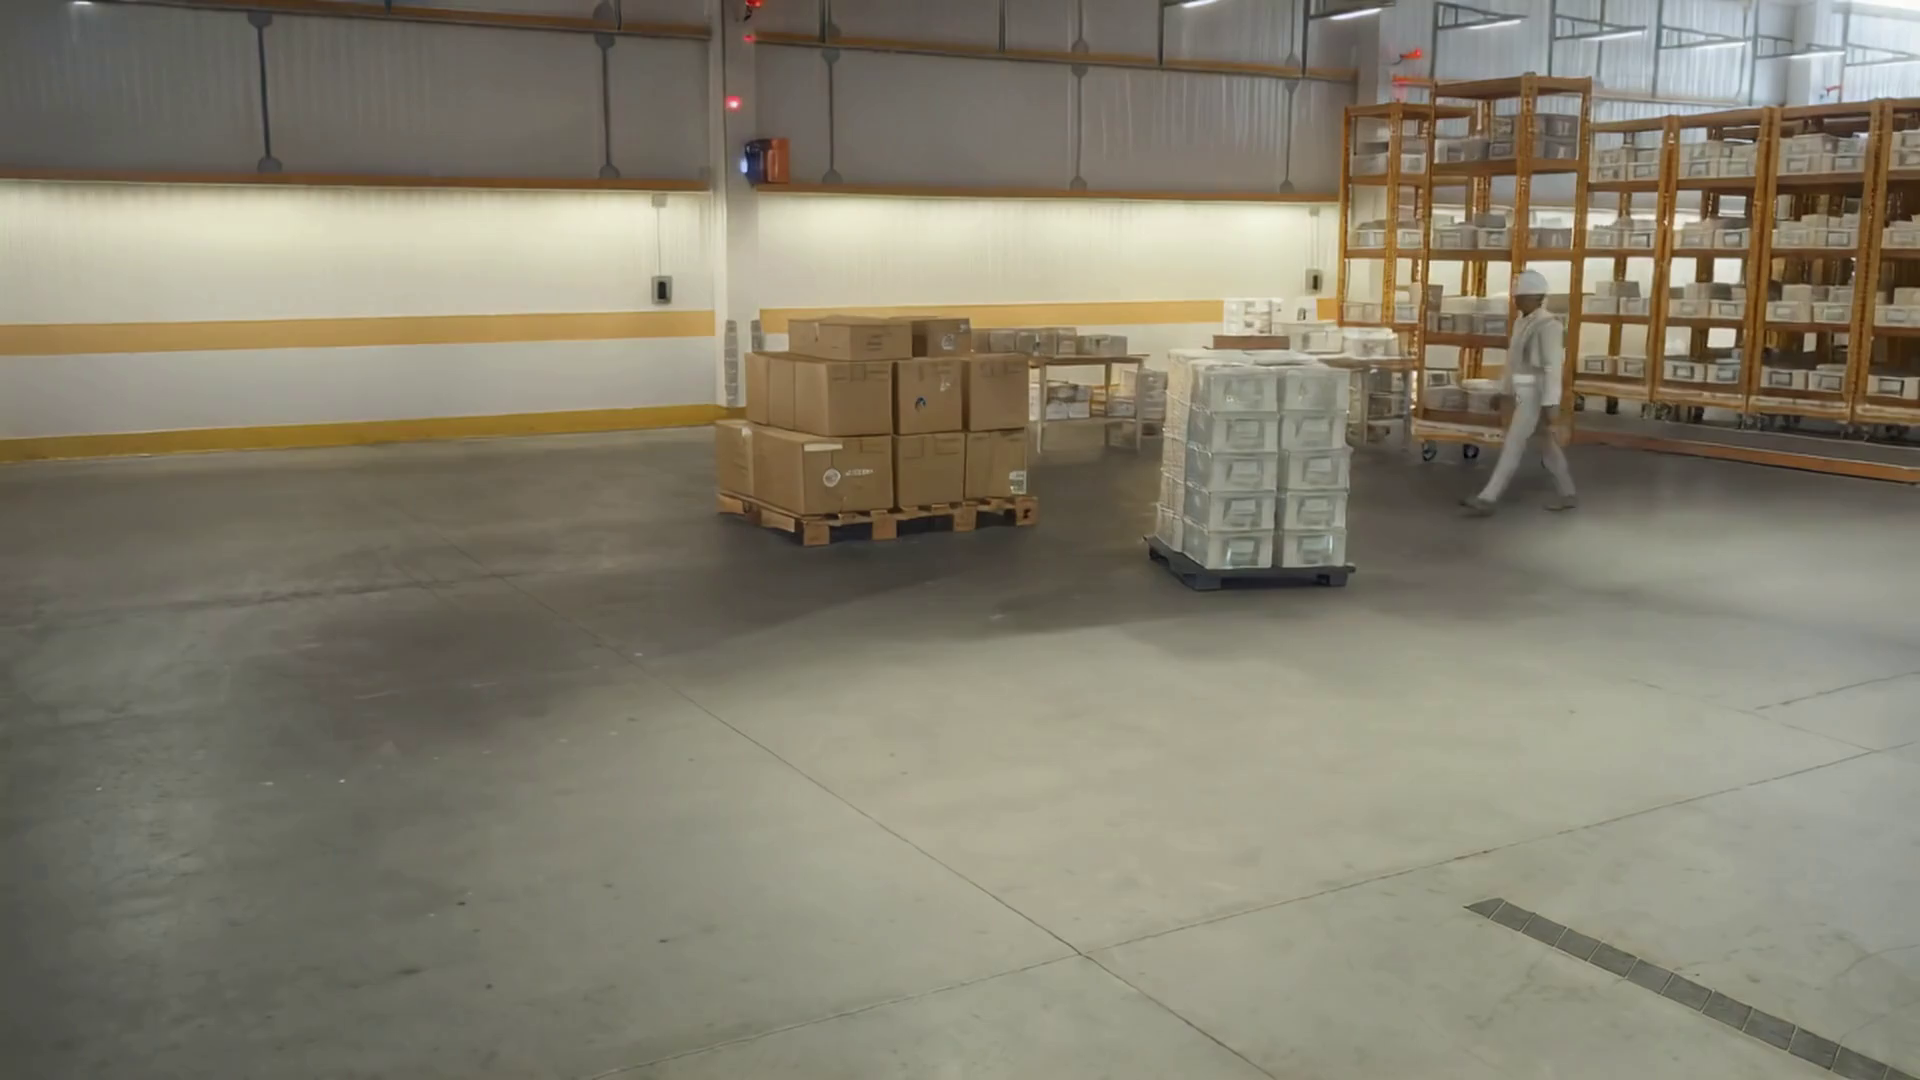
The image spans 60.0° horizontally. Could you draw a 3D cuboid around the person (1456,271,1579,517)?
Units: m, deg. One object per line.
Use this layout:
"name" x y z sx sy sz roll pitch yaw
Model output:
"person" 4.384 -1.117 12.817 1.019 1.895 0.623 0 10 0
